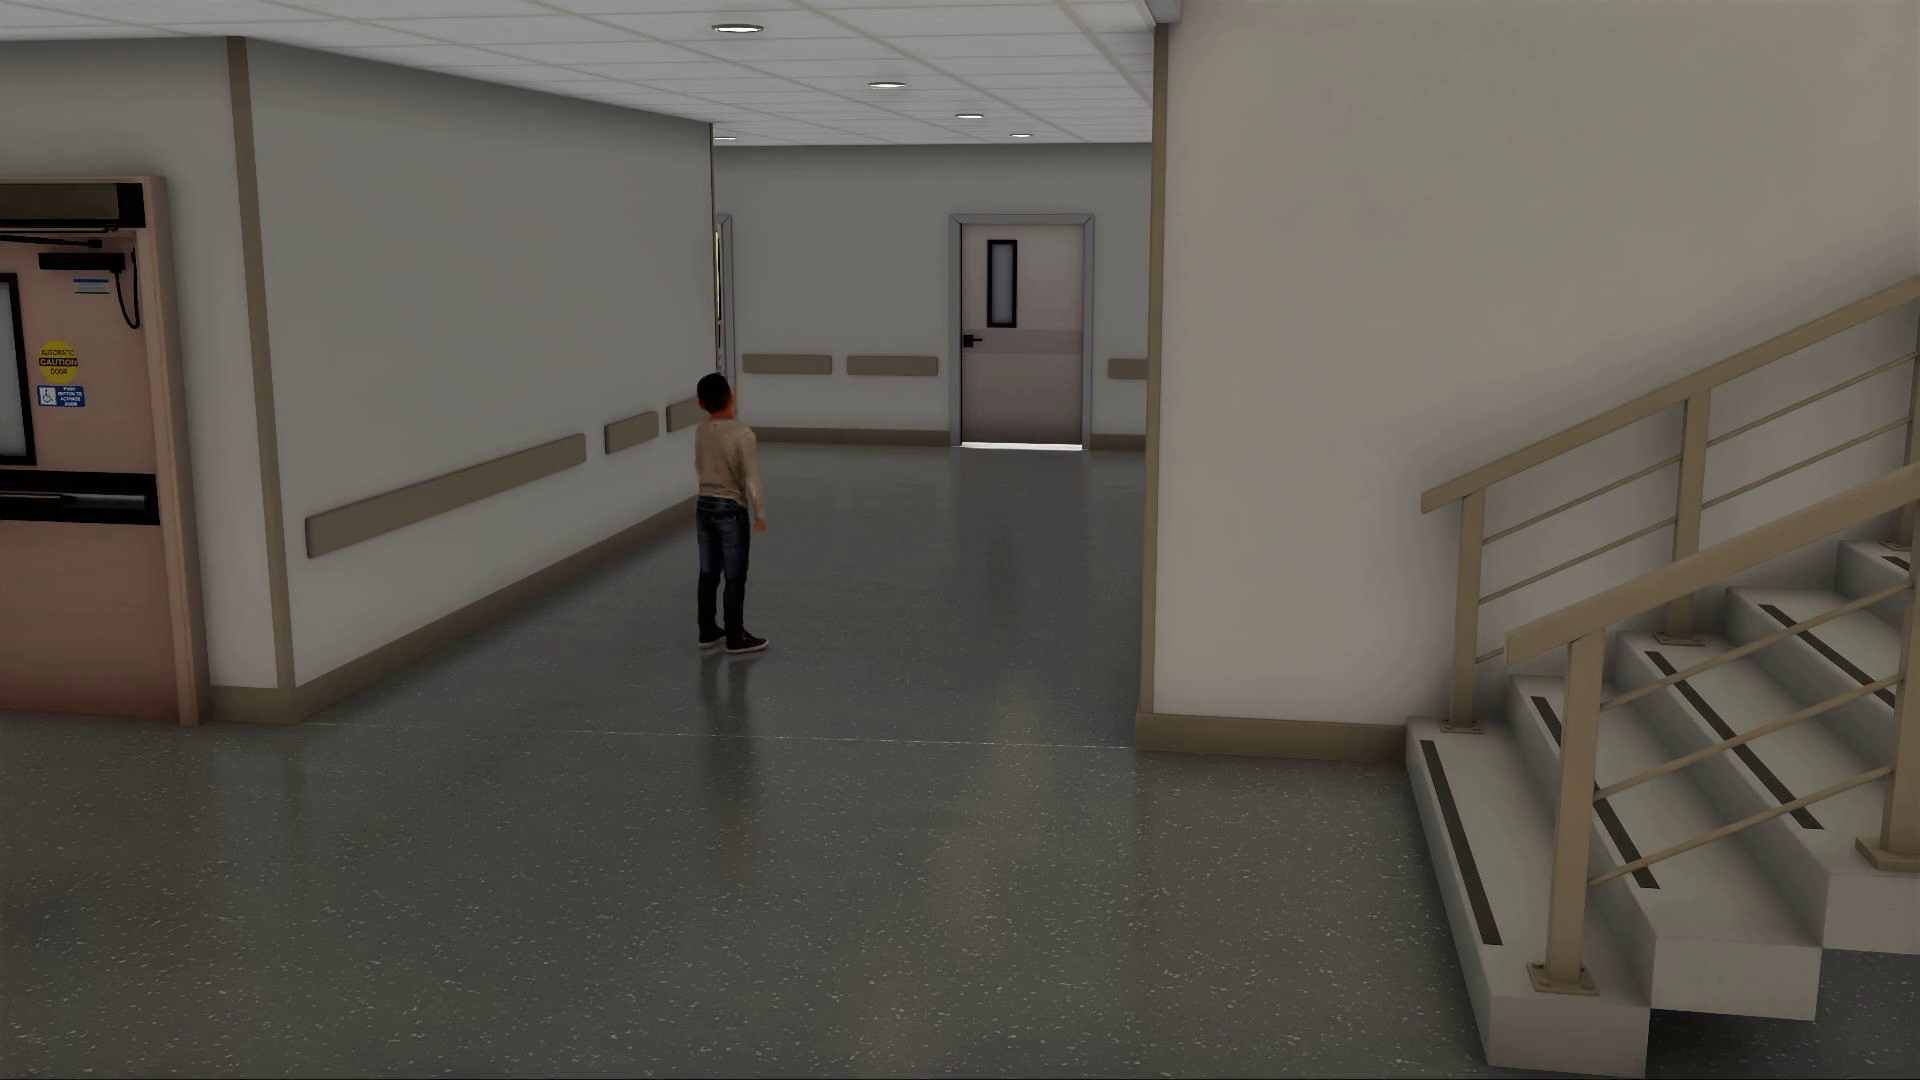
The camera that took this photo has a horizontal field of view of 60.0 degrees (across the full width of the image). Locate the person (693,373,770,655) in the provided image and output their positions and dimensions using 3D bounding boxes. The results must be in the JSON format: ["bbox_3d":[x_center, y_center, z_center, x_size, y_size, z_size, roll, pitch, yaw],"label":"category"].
[{"bbox_3d":[-1.240,-0.141,8.674,0.564,1.461,0.700,8,13,36],"label":"person"}]
